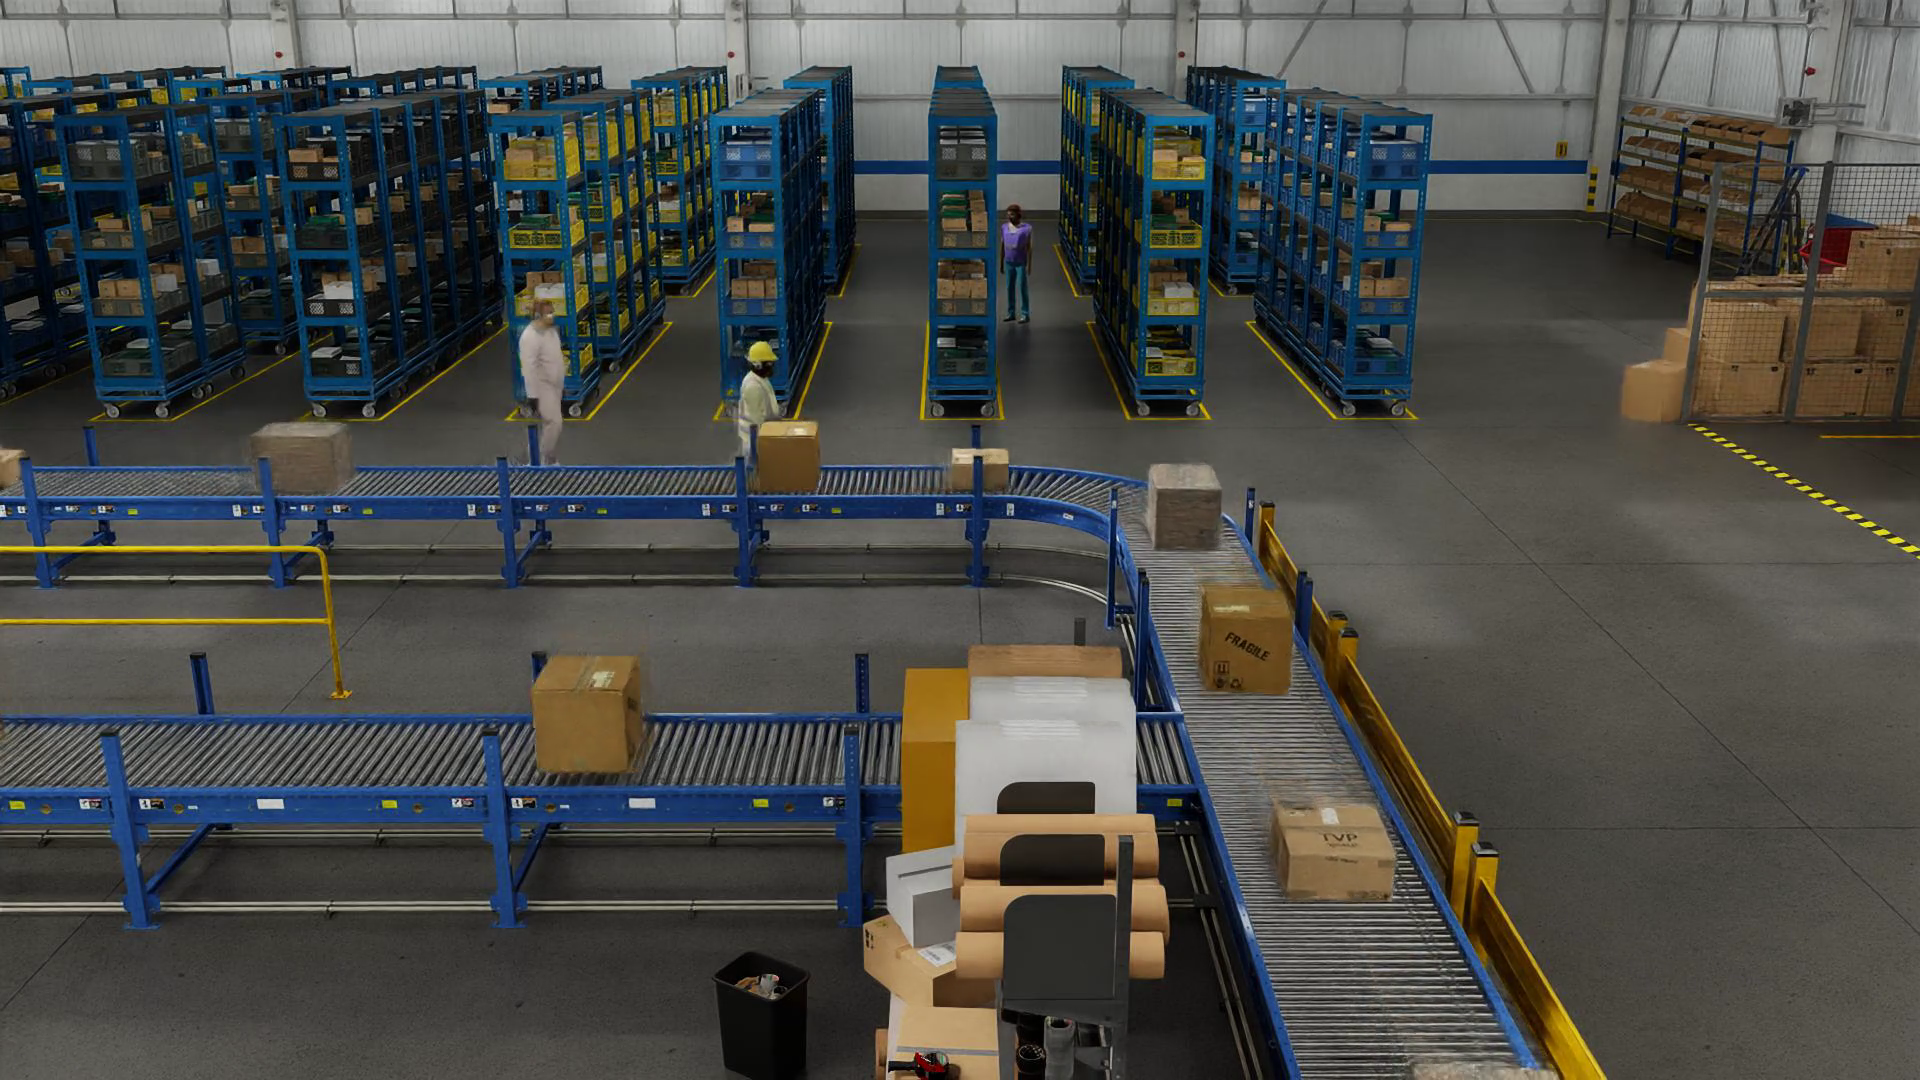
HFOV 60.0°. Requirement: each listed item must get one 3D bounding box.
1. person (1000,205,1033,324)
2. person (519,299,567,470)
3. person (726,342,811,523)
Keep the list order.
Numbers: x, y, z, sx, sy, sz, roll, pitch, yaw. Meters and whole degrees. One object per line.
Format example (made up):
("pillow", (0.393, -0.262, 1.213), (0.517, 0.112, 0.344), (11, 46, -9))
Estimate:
("person", (0.881, -4.315, 25.975), (0.573, 1.830, 0.401), (12, 21, 32))
("person", (-4.313, -1.589, 17.459), (0.432, 1.894, 0.669), (3, 18, 10))
("person", (-1.837, -1.002, 15.836), (0.942, 1.777, 0.611), (1, 18, 3))
